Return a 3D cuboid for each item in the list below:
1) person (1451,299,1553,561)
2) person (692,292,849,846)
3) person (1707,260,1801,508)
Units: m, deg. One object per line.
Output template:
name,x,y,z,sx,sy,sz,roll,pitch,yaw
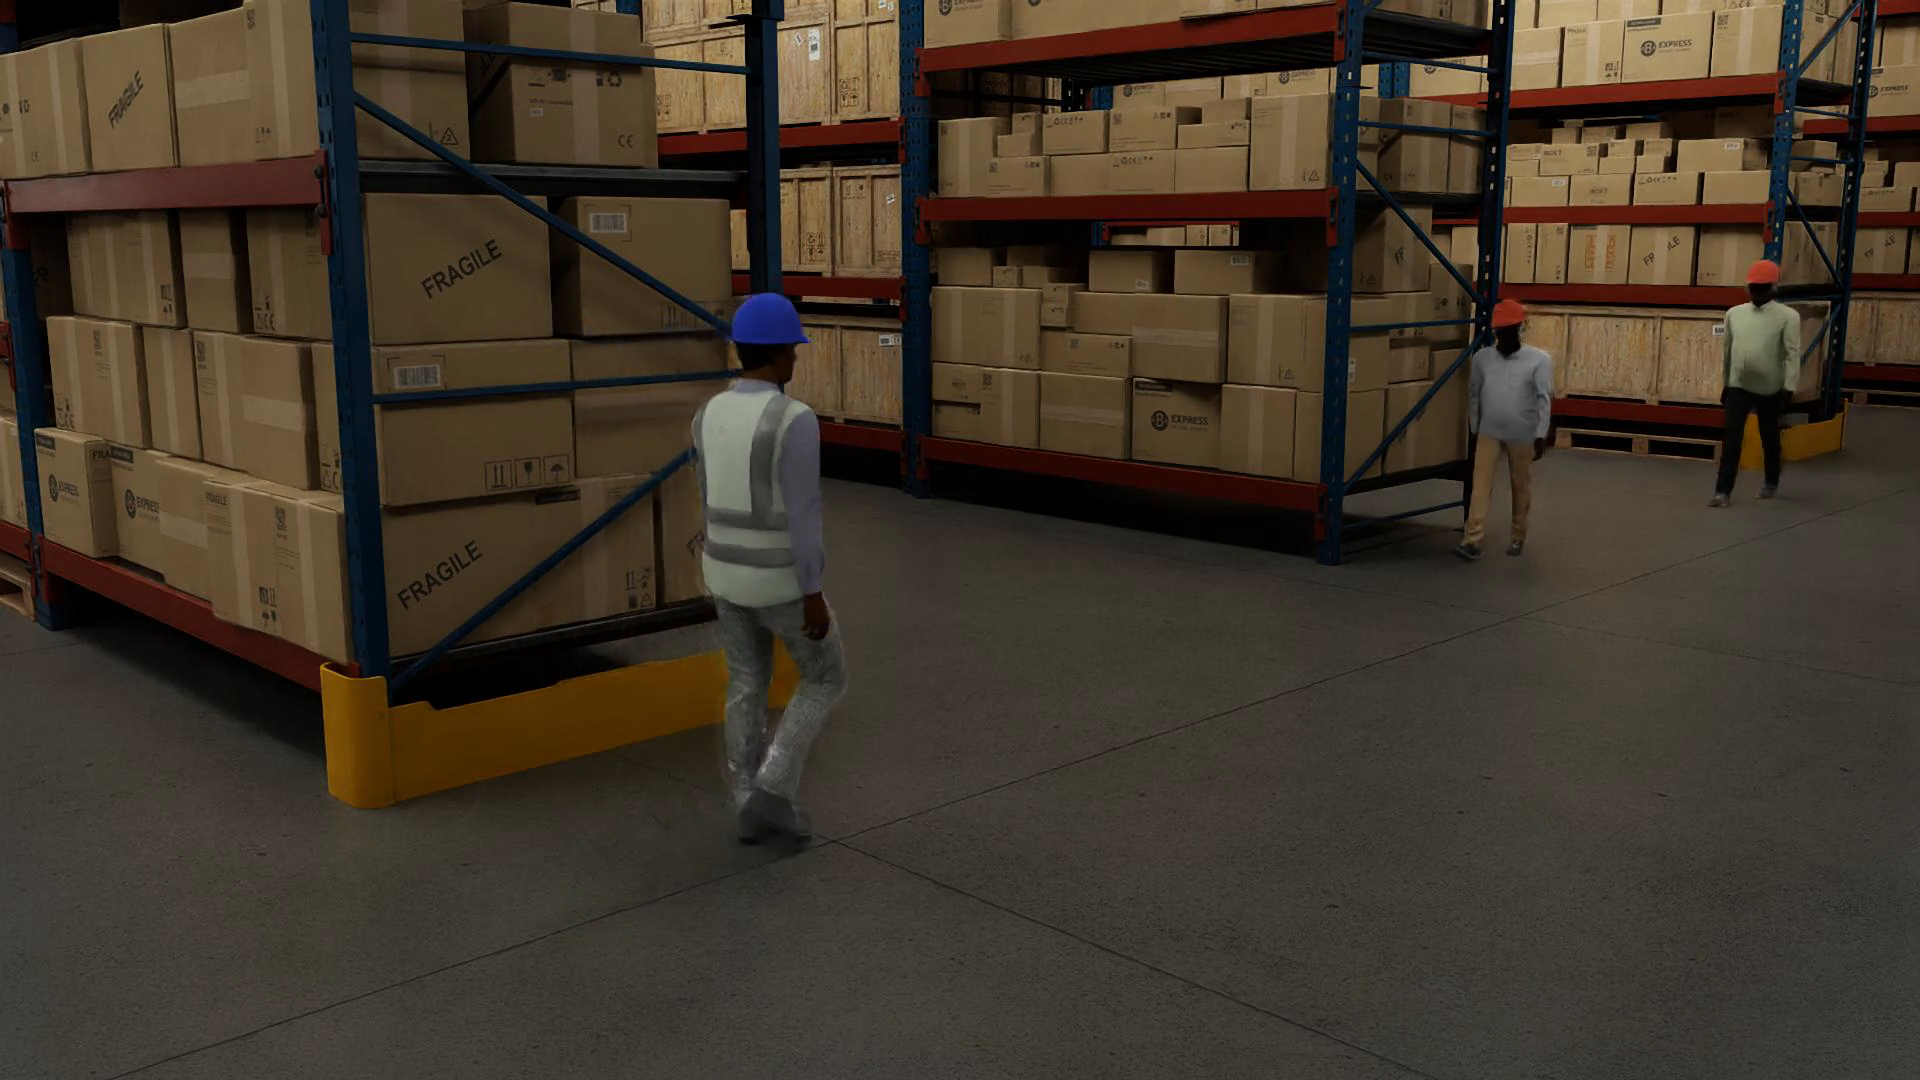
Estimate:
person,3.549,-0.704,10.862,0.584,1.706,0.876,8,13,36
person,-0.659,0.124,5.743,0.633,1.935,0.438,10,14,43
person,6.338,-1.240,13.190,1.040,1.945,0.637,-10,14,-43
